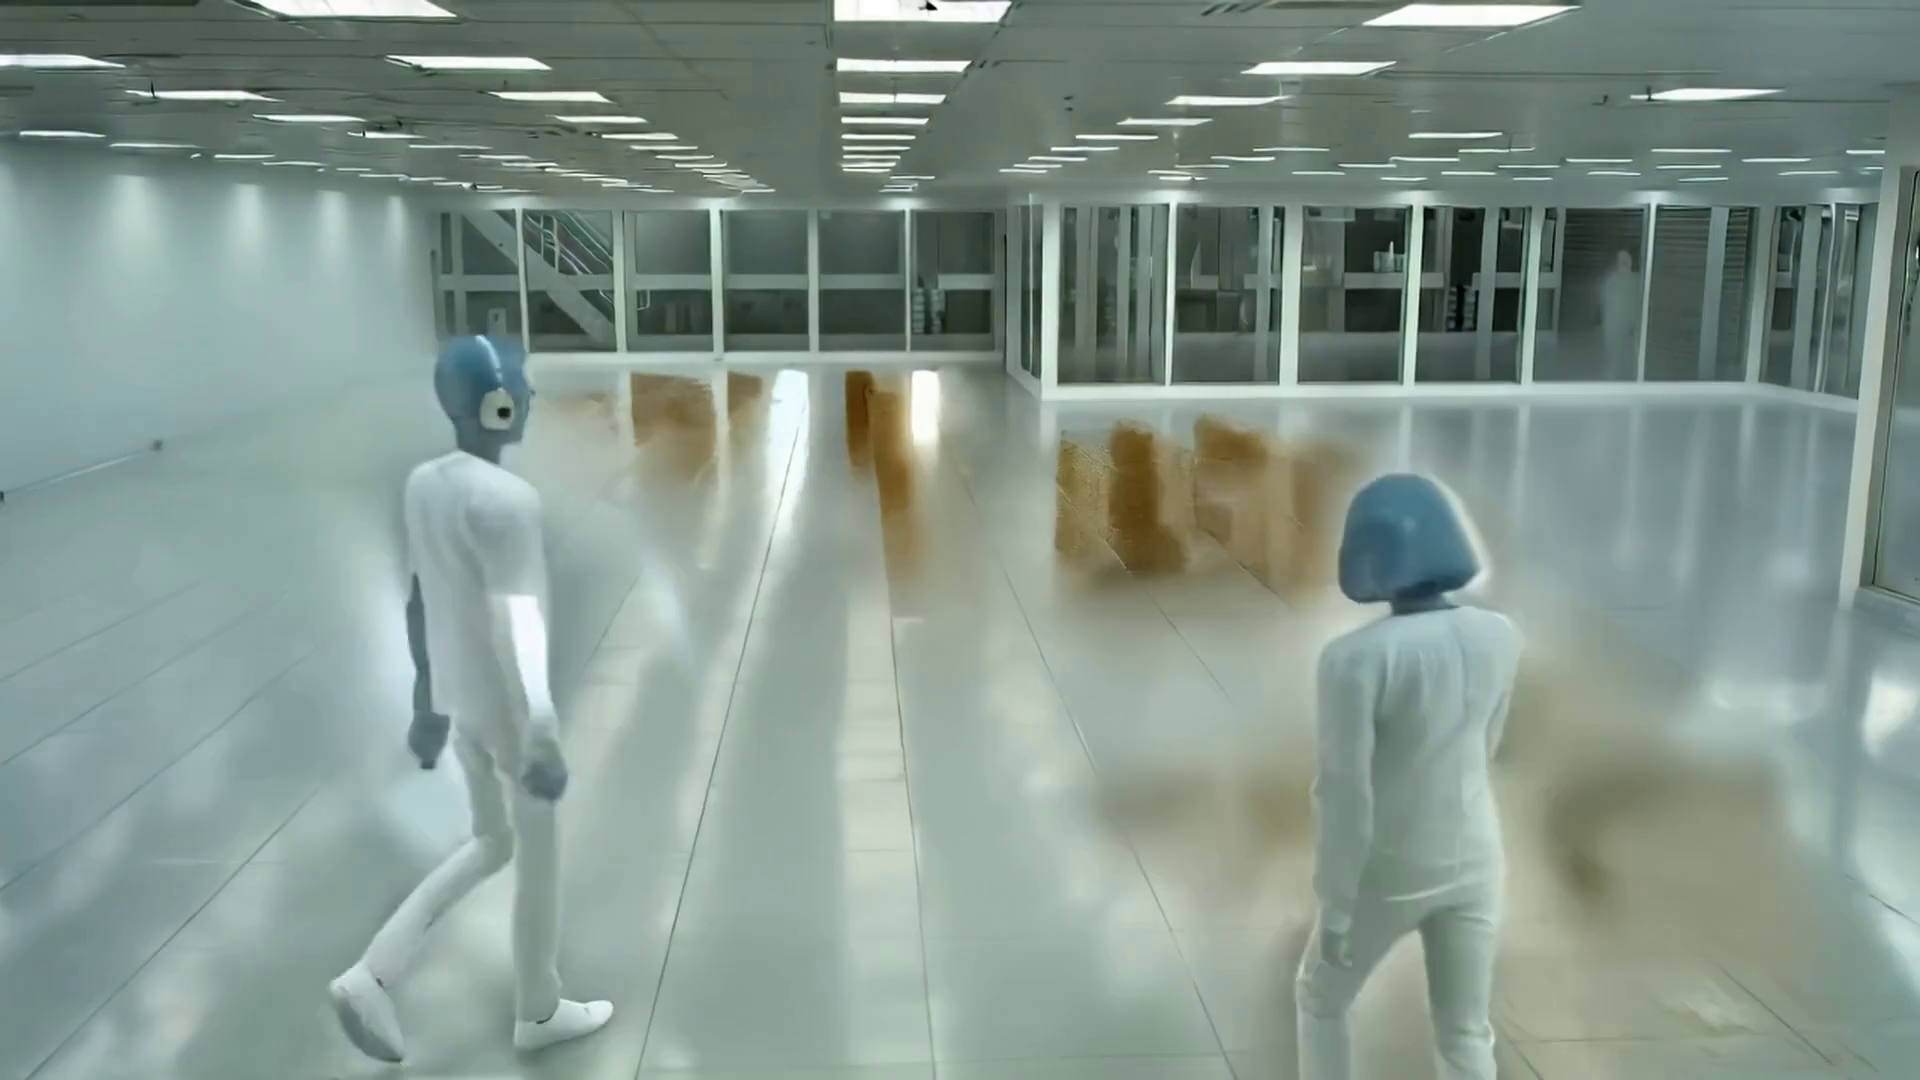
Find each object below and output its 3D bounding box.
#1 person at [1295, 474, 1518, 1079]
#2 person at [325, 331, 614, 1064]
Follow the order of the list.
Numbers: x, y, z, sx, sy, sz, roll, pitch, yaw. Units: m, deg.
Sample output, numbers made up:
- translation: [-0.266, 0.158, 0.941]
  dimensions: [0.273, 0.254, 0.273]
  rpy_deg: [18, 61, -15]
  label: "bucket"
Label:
- translation: [0.872, 0.668, 3.374]
  dimensions: [0.511, 1.608, 0.640]
  rpy_deg: [-4, 11, -21]
  label: "person"
- translation: [-1.192, 0.425, 4.061]
  dimensions: [0.516, 1.854, 0.649]
  rpy_deg: [10, 14, 42]
  label: "person"
